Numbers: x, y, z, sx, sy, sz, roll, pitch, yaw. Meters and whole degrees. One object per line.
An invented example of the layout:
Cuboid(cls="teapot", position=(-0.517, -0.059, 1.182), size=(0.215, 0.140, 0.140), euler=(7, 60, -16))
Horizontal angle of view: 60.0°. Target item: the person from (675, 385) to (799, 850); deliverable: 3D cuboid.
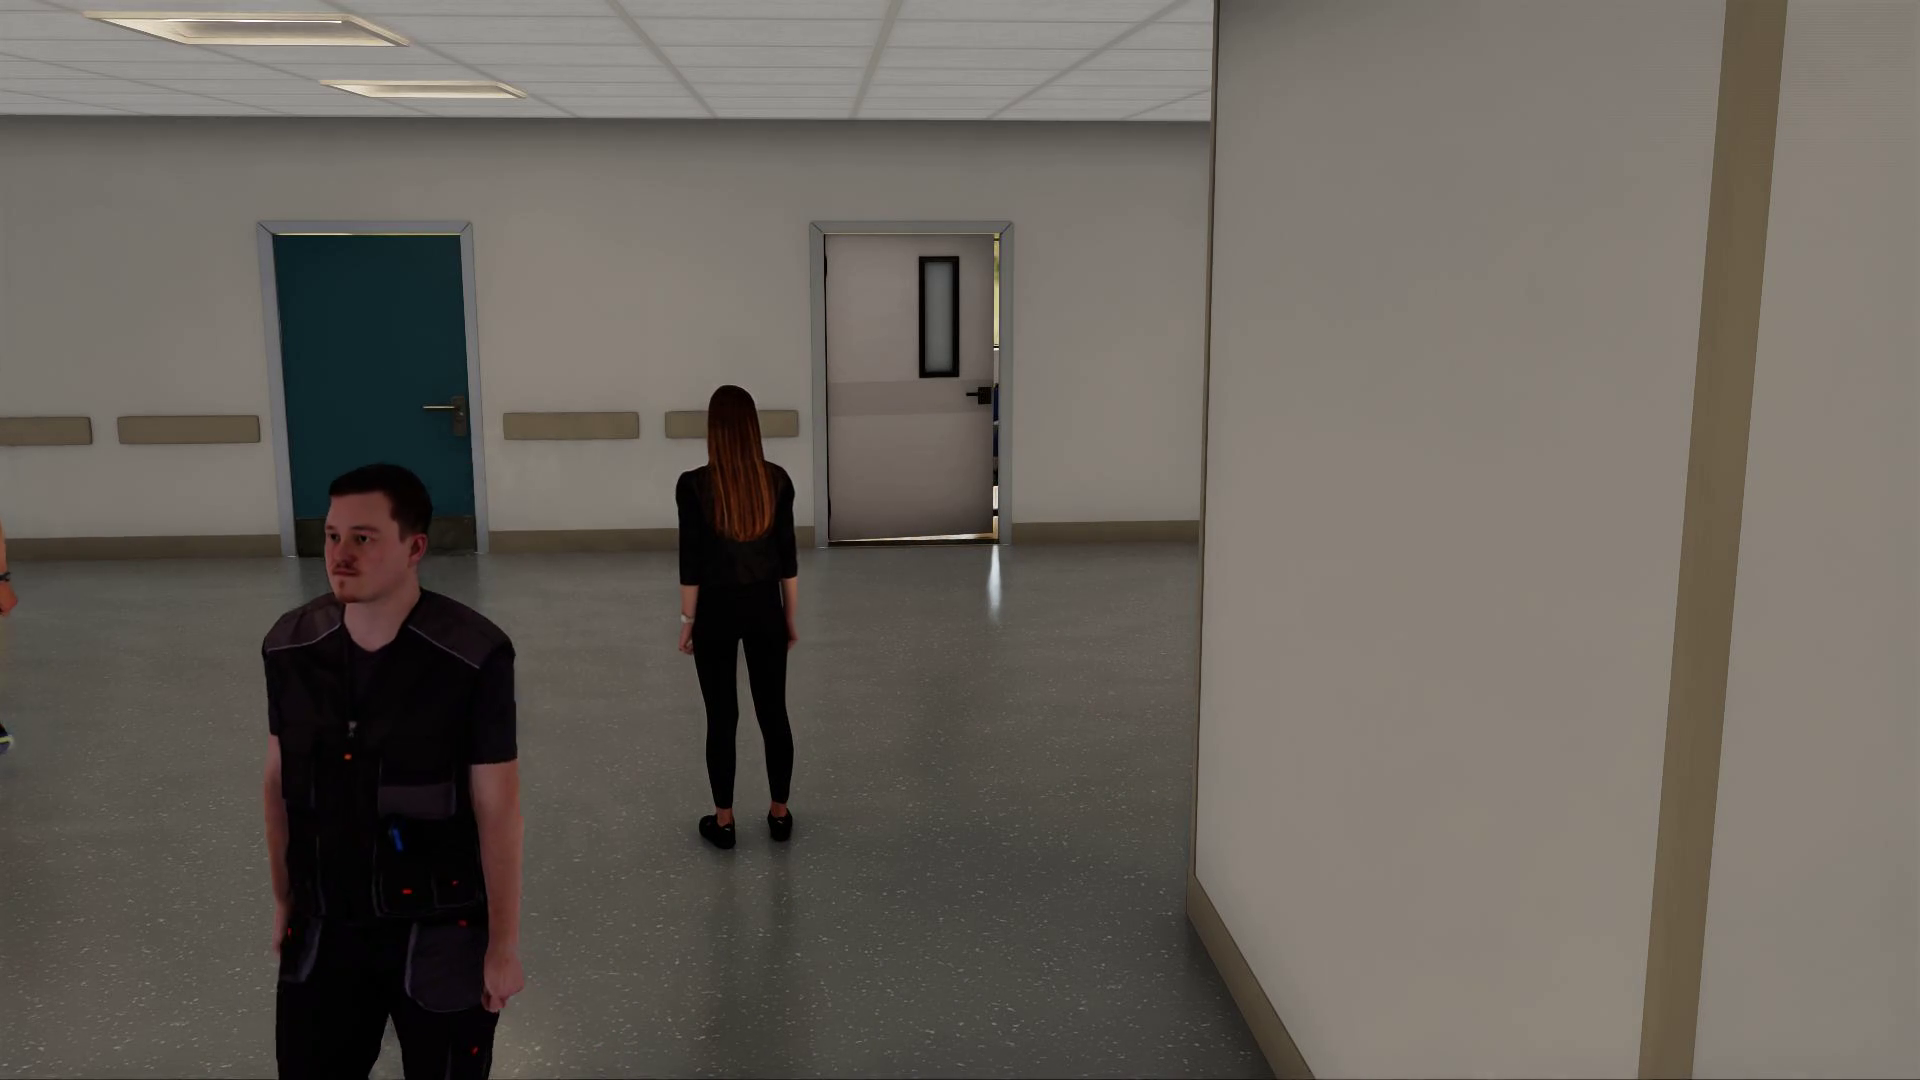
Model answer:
Cuboid(cls="person", position=(-0.814, 0.283, 6.147), size=(0.532, 1.713, 0.705), euler=(-3, 11, -17))

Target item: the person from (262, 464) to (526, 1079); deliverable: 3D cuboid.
Cuboid(cls="person", position=(-1.093, 0.746, 3.360), size=(0.720, 1.841, 0.878), euler=(2, 11, 11))
